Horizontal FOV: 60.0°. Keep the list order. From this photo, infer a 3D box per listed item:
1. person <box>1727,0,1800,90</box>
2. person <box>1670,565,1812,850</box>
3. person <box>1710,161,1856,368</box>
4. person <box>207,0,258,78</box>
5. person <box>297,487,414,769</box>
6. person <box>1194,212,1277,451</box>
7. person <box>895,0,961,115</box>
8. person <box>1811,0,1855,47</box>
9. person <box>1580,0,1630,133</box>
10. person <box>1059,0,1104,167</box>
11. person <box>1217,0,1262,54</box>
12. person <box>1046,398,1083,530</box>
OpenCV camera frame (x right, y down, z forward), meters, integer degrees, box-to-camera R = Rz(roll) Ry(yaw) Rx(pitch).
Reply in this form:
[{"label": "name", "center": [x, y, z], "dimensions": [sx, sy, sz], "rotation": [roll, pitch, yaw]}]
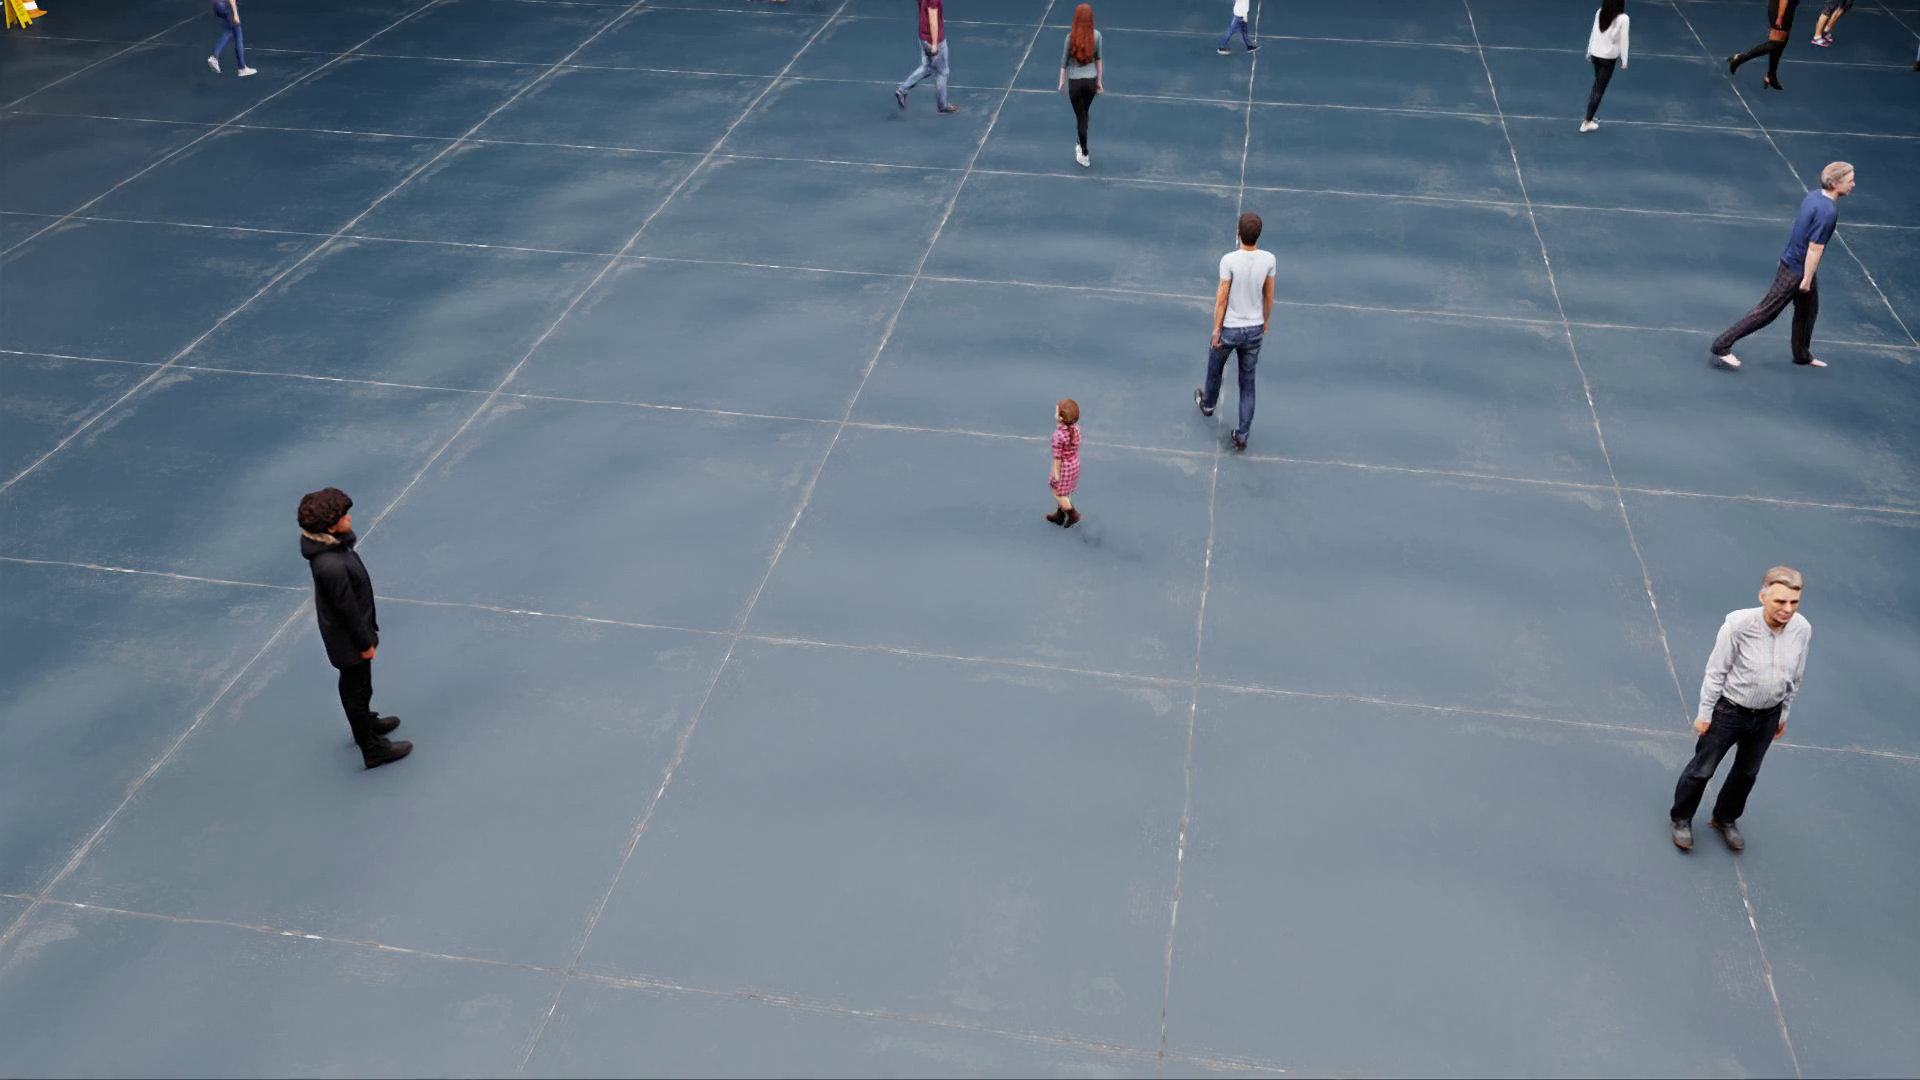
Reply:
[{"label": "person", "center": [10.009, -6.461, 20.460], "dimensions": [1.009, 1.837, 0.763], "rotation": [13, 34, 20]}, {"label": "person", "center": [4.163, 0.888, 8.832], "dimensions": [0.568, 1.816, 0.745], "rotation": [0, 32, -1]}, {"label": "person", "center": [6.847, -2.240, 13.791], "dimensions": [1.217, 1.814, 0.785], "rotation": [11, 34, 16]}, {"label": "person", "center": [-9.313, -6.670, 20.890], "dimensions": [0.875, 1.733, 0.851], "rotation": [21, 38, 30]}, {"label": "person", "center": [-3.503, 0.500, 9.486], "dimensions": [0.751, 1.773, 0.711], "rotation": [-16, 36, -23]}, {"label": "person", "center": [2.164, -1.553, 12.680], "dimensions": [1.071, 1.837, 0.917], "rotation": [-5, 33, -7]}, {"label": "person", "center": [-0.409, -5.914, 19.594], "dimensions": [1.135, 1.837, 1.016], "rotation": [-14, 35, -21]}, {"label": "person", "center": [11.667, -7.484, 22.193], "dimensions": [0.695, 1.719, 0.739], "rotation": [-28, 41, -36]}, {"label": "person", "center": [7.351, -5.537, 19.137], "dimensions": [0.809, 1.687, 0.762], "rotation": [-16, 36, -24]}, {"label": "person", "center": [1.358, -4.924, 18.125], "dimensions": [0.780, 1.729, 0.815], "rotation": [-8, 33, -13]}, {"label": "person", "center": [3.638, -6.954, 21.948], "dimensions": [0.821, 1.084, 0.525], "rotation": [1, 32, 2]}, {"label": "person", "center": [0.771, -0.526, 11.824], "dimensions": [0.637, 1.014, 0.559], "rotation": [26, 40, 35]}]
